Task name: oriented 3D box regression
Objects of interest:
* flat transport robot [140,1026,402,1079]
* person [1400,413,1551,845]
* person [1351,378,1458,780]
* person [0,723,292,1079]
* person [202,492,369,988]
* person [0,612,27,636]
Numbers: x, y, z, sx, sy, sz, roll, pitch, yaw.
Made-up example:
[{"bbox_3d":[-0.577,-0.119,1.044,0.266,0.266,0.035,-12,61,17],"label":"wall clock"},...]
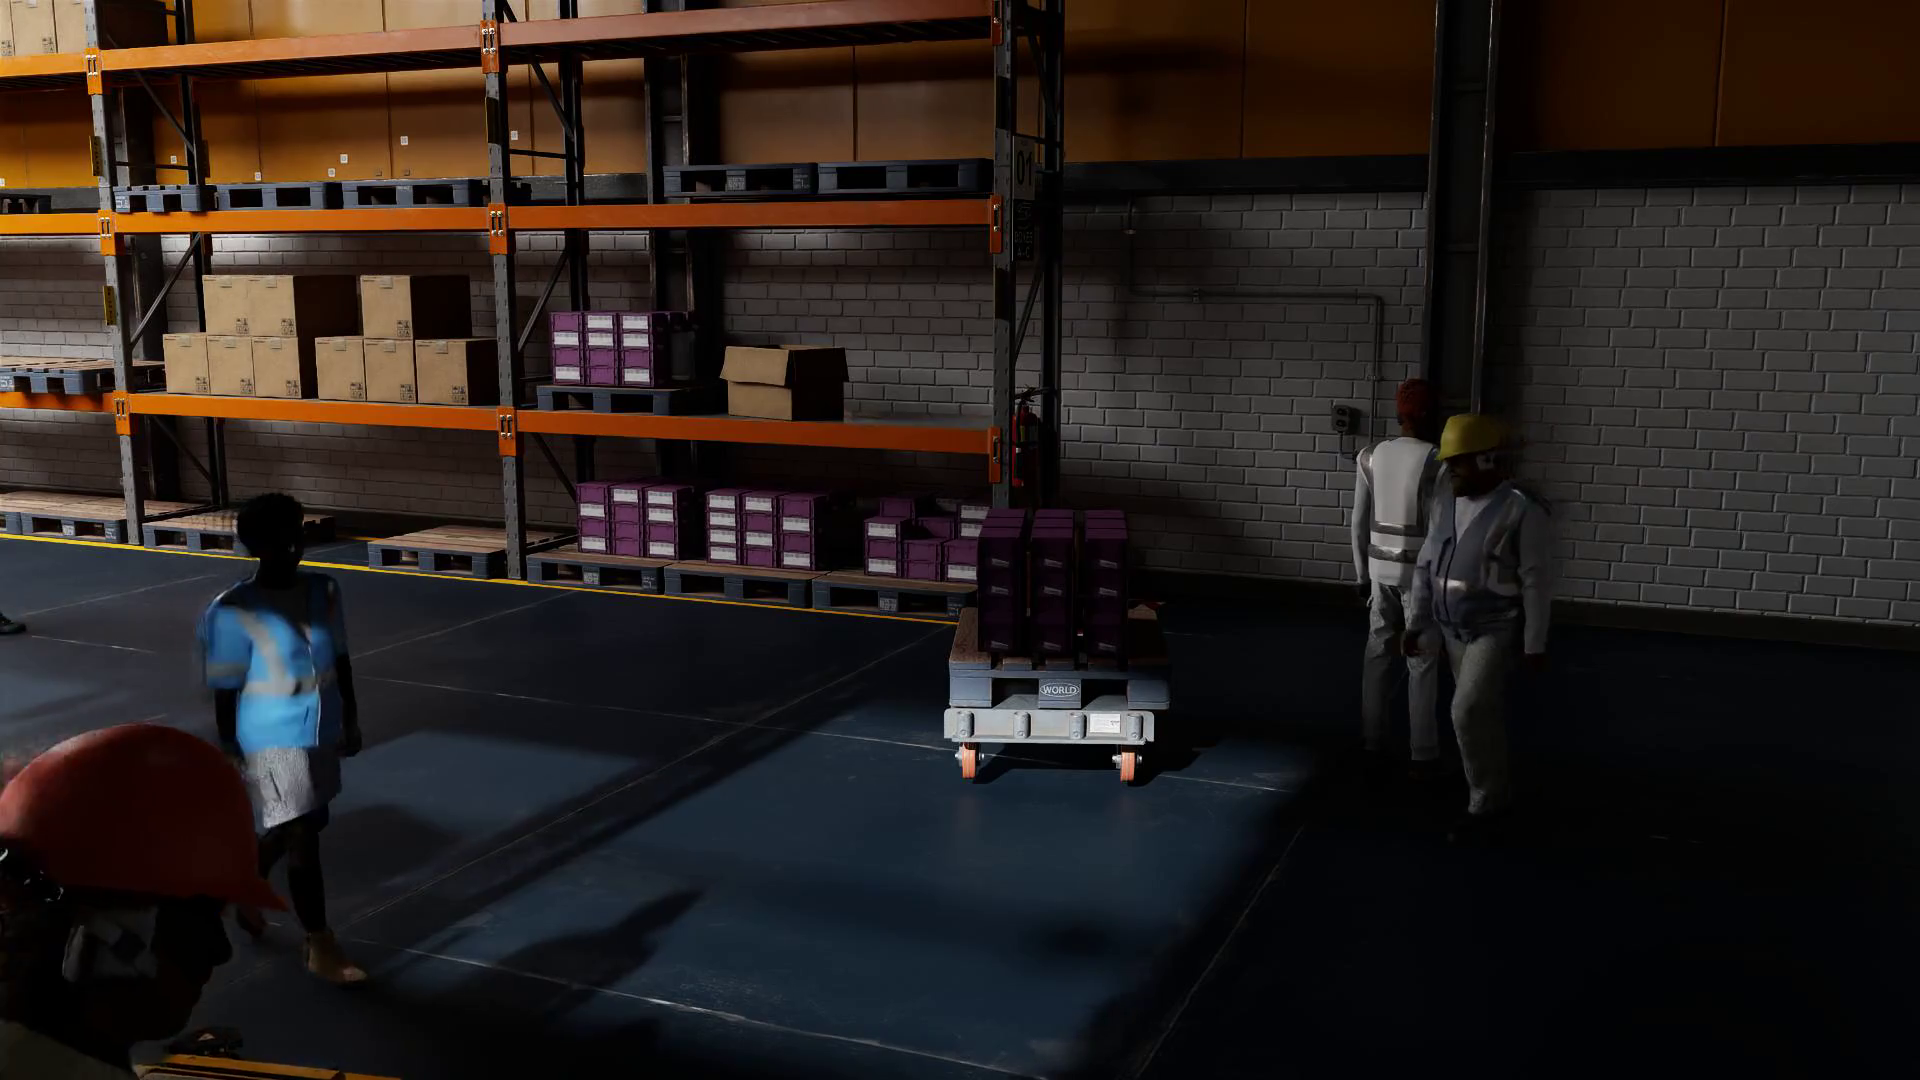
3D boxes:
[{"bbox_3d":[-2.041,1.615,4.087,0.652,0.197,1.431,2,10,11],"label":"flat transport robot"},{"bbox_3d":[2.150,0.370,6.992,0.633,1.794,0.601,-5,11,-26],"label":"person"},{"bbox_3d":[2.118,0.181,7.853,0.362,1.886,0.576,-9,13,-42],"label":"person"},{"bbox_3d":[-0.983,1.179,1.688,0.666,1.947,0.681,-4,10,-21],"label":"person"},{"bbox_3d":[-2.342,0.653,5.694,0.772,1.675,0.542,5,11,27],"label":"person"},{"bbox_3d":[-6.615,-0.322,10.857,0.972,1.895,0.556,2,10,11],"label":"person"}]
